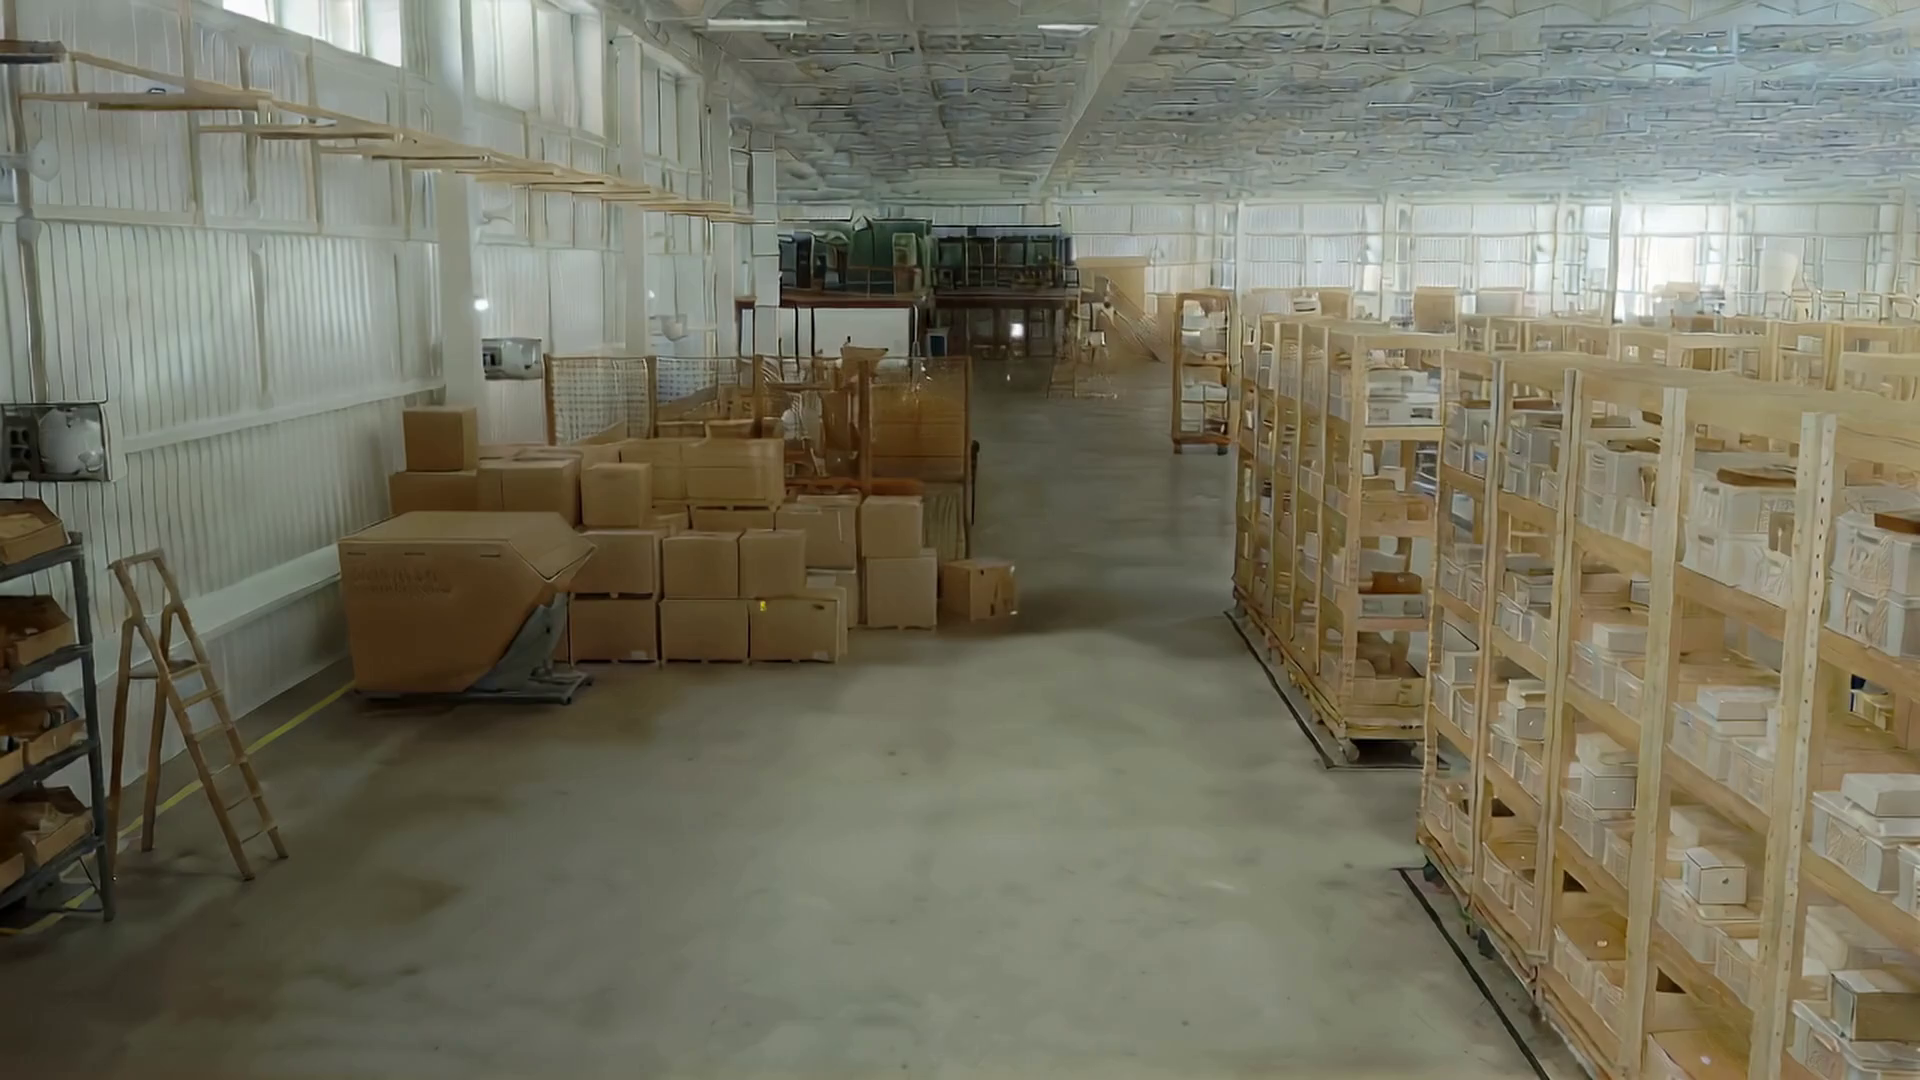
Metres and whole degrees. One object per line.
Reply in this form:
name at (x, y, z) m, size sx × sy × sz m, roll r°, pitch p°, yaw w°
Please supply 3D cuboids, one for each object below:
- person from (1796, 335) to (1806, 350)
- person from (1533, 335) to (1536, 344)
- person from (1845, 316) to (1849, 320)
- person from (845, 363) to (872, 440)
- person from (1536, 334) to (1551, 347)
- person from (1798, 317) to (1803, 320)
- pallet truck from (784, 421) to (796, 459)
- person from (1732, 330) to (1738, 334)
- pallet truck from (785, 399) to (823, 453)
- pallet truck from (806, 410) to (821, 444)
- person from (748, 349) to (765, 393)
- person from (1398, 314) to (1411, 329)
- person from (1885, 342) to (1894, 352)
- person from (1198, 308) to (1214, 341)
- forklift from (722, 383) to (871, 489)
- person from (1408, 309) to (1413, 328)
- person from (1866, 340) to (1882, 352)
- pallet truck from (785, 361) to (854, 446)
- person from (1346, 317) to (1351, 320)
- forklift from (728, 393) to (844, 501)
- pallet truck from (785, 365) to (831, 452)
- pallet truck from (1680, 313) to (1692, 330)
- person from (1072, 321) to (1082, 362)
person at (30.741, -6.679, 60.901) m, size 0.336 × 1.863 × 0.521 m, roll -1°, pitch 9°, yaw -9°
person at (23.027, -7.639, 66.910) m, size 0.909 × 1.841 × 0.526 m, roll -2°, pitch 9°, yaw -10°
person at (47.717, -11.243, 89.547) m, size 0.350 × 1.687 × 0.552 m, roll -5°, pitch 11°, yaw -29°
person at (-2.465, -3.338, 40.221) m, size 0.645 × 1.886 × 0.424 m, roll -5°, pitch 10°, yaw -27°
person at (23.917, -7.876, 68.125) m, size 0.556 × 1.919 × 0.527 m, roll -2°, pitch 9°, yaw -9°
person at (39.468, -9.517, 78.256) m, size 0.598 × 1.909 × 0.479 m, roll 6°, pitch 11°, yaw 35°
pallet truck at (-4.013, -1.793, 32.705) m, size 1.601 × 1.201 × 0.680 m, roll 0°, pitch 9°, yaw 1°
person at (34.834, -8.876, 74.643) m, size 0.924 × 1.812 × 0.514 m, roll 5°, pitch 10°, yaw 27°
pallet truck at (-3.814, -2.432, 36.419) m, size 1.630 × 1.274 × 0.653 m, roll 0°, pitch 9°, yaw 1°
pallet truck at (-3.559, -2.018, 33.905) m, size 1.522 × 1.261 × 0.704 m, roll 0°, pitch 9°, yaw -1°
person at (-5.433, -4.040, 44.114) m, size 0.417 × 2.036 × 0.601 m, roll 5°, pitch 10°, yaw 27°
person at (23.135, -10.832, 86.578) m, size 0.626 × 1.844 × 0.429 m, roll 3°, pitch 10°, yaw 20°
person at (32.813, -6.325, 58.396) m, size 0.613 × 1.961 × 0.362 m, roll 6°, pitch 11°, yaw 32°
person at (14.418, -12.603, 97.329) m, size 0.990 × 1.903 × 0.609 m, roll 2°, pitch 9°, yaw 11°
forklift at (-2.893, -1.687, 28.729) m, size 2.680 × 1.987 × 1.157 m, roll 0°, pitch 9°, yaw -1°
person at (25.595, -12.177, 94.646) m, size 0.397 × 1.919 × 0.585 m, roll 6°, pitch 11°, yaw 31°
person at (35.201, -7.254, 63.894) m, size 0.821 × 2.000 × 0.706 m, roll 2°, pitch 9°, yaw 13°
pallet truck at (-3.410, -3.193, 38.978) m, size 1.885 × 1.965 × 0.823 m, roll 0°, pitch 9°, yaw -1°
person at (18.562, -9.716, 79.528) m, size 0.625 × 1.914 × 0.944 m, roll 8°, pitch 12°, yaw 41°
forklift at (-2.979, -1.316, 26.476) m, size 2.680 × 1.987 × 1.157 m, roll 0°, pitch 9°, yaw 1°
pallet truck at (-3.774, -2.976, 37.635) m, size 1.885 × 1.965 × 0.823 m, roll 1°, pitch 9°, yaw 5°
pallet truck at (36.315, -10.531, 84.244) m, size 0.823 × 1.965 × 1.885 m, roll -6°, pitch 11°, yaw -33°
person at (5.271, -8.872, 74.402) m, size 0.615 × 1.865 × 0.616 m, roll 0°, pitch 9°, yaw 3°
